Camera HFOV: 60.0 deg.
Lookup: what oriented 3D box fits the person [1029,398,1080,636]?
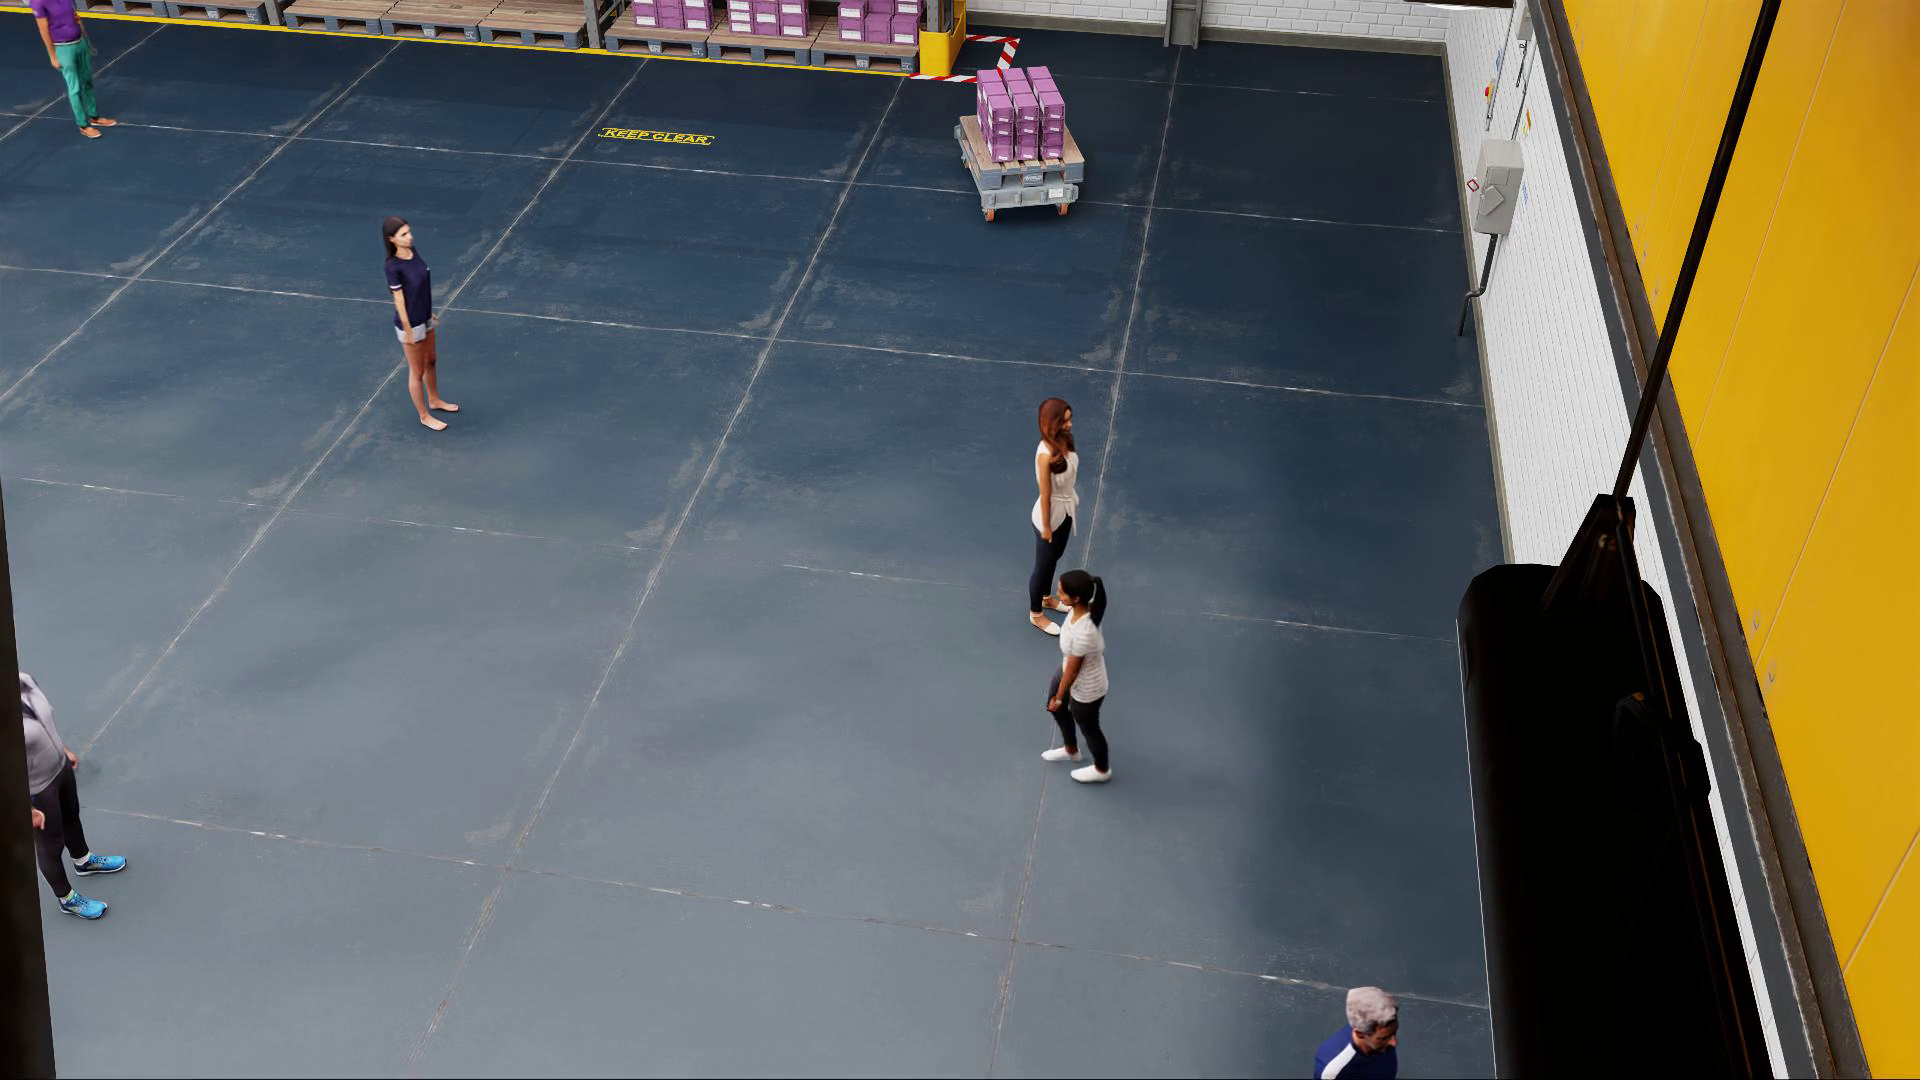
[{"bbox_3d":[0.604,-0.177,10.951,0.606,1.785,0.648,16,41,19],"label":"person"}]

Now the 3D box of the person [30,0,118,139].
[{"bbox_3d":[-9.182,-5.053,17.072,0.653,1.767,0.696,12,40,14],"label":"person"}]

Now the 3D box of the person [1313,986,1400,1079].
[{"bbox_3d":[1.716,2.599,7.433,0.747,1.839,0.725,31,48,33],"label":"person"}]

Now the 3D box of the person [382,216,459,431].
[{"bbox_3d":[-4.220,-1.700,12.874,0.529,1.766,0.572,8,39,10],"label":"person"}]

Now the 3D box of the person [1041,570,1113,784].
[{"bbox_3d":[0.826,0.846,9.807,0.694,1.615,0.616,0,39,0],"label":"person"}]

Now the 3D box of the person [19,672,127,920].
[{"bbox_3d":[-5.032,1.296,9.075,0.648,1.826,0.745,-2,39,-3],"label":"person"}]
